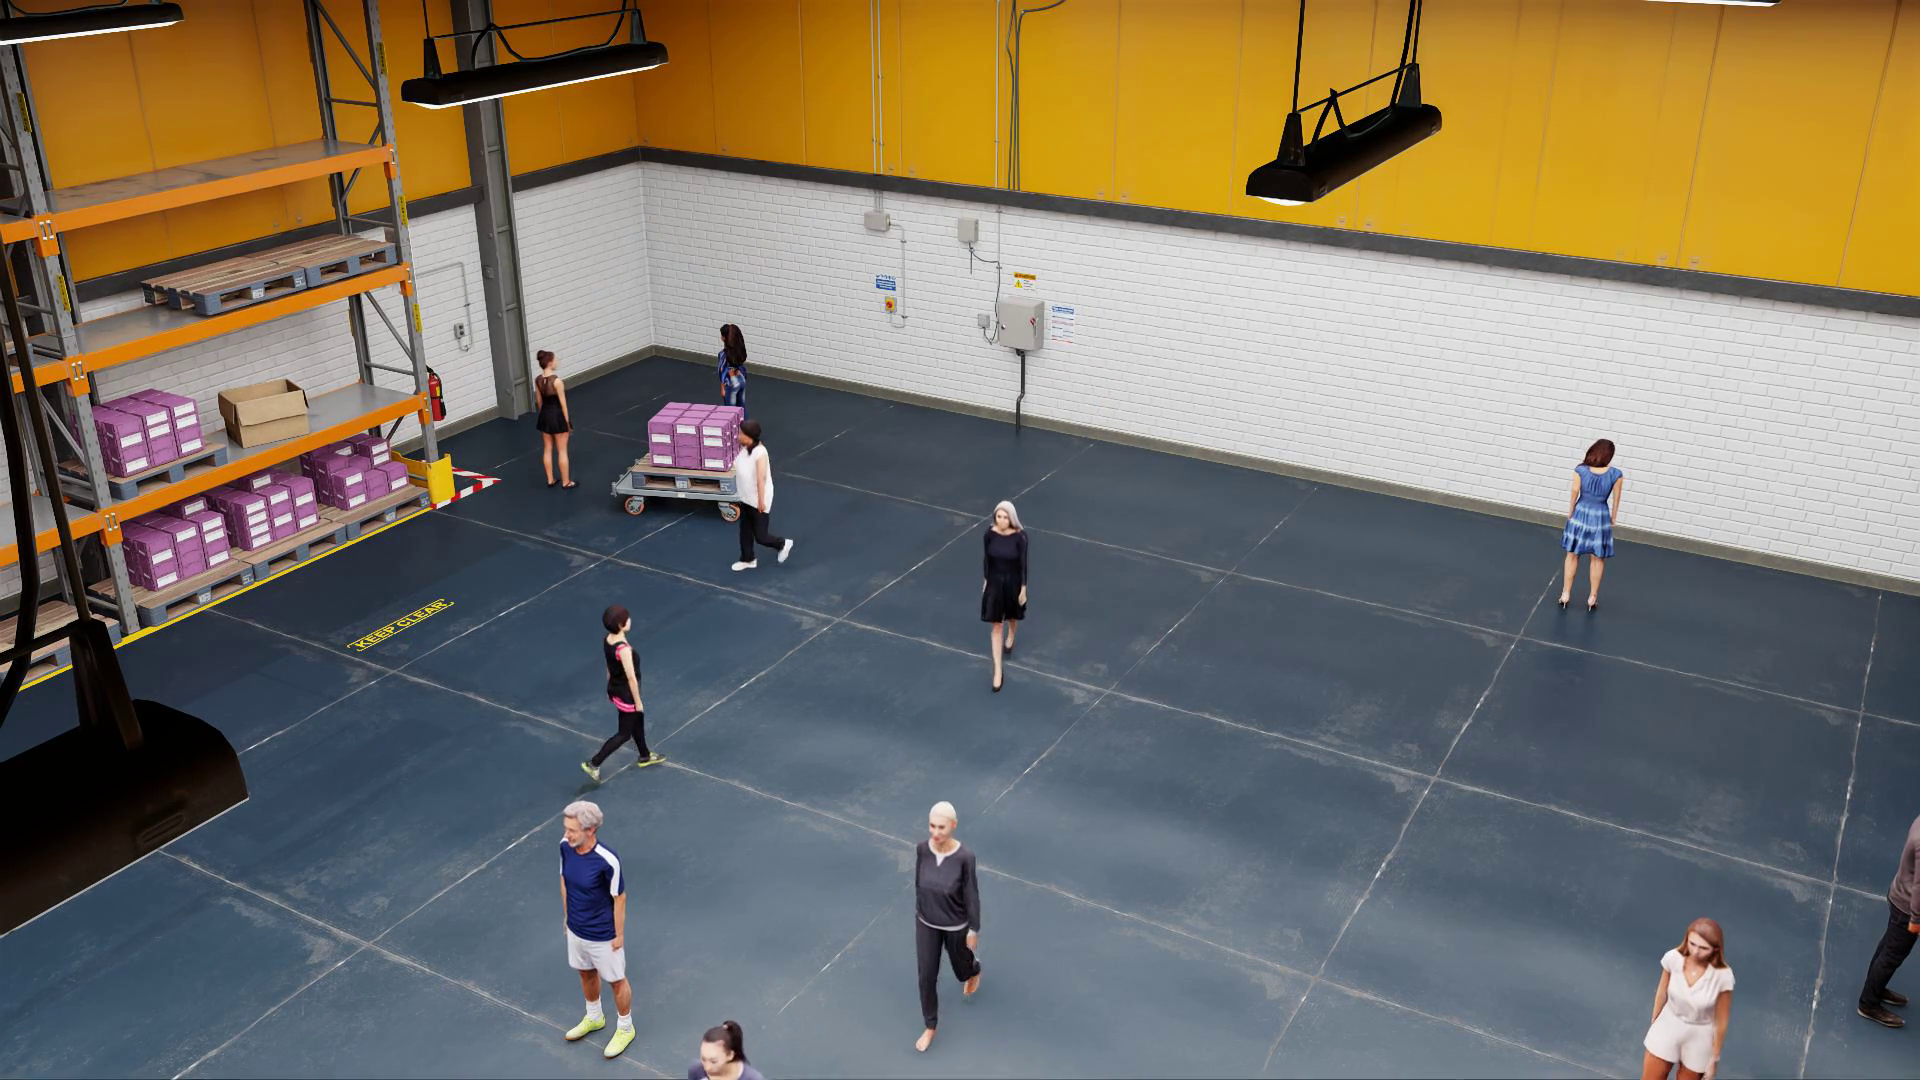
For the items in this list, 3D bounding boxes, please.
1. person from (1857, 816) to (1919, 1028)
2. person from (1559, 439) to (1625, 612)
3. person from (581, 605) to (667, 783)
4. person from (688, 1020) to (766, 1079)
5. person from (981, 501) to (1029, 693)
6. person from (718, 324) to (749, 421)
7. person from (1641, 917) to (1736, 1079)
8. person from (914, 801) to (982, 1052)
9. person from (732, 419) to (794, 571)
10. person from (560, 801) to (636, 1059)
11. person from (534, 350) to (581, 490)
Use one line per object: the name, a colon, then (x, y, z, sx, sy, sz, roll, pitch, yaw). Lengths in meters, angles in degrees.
person: (6.178, 2.336, 10.820, 0.702, 1.765, 0.466, 1, 24, 2)
person: (6.242, -0.153, 16.466, 0.703, 1.804, 0.620, 8, 25, 18)
person: (-2.796, 1.270, 13.552, 1.053, 1.529, 0.848, -14, 27, -29)
person: (-1.191, 3.220, 8.956, 0.680, 1.637, 0.670, 6, 24, 13)
person: (0.432, 0.446, 15.233, 0.854, 1.694, 1.245, 5, 24, 10)
person: (-2.820, -1.926, 20.751, 0.655, 1.619, 0.470, 13, 27, 27)
person: (4.256, 2.872, 9.697, 0.603, 1.682, 0.675, 15, 28, 31)
person: (-0.064, 2.408, 10.730, 0.711, 1.705, 1.018, 9, 25, 20)
person: (-2.098, -0.463, 17.340, 1.009, 1.670, 0.928, -9, 25, -19)
person: (-2.310, 2.427, 10.521, 0.626, 1.838, 0.533, 14, 27, 28)
person: (-4.776, -1.414, 19.507, 0.574, 1.679, 0.563, 12, 26, 25)
